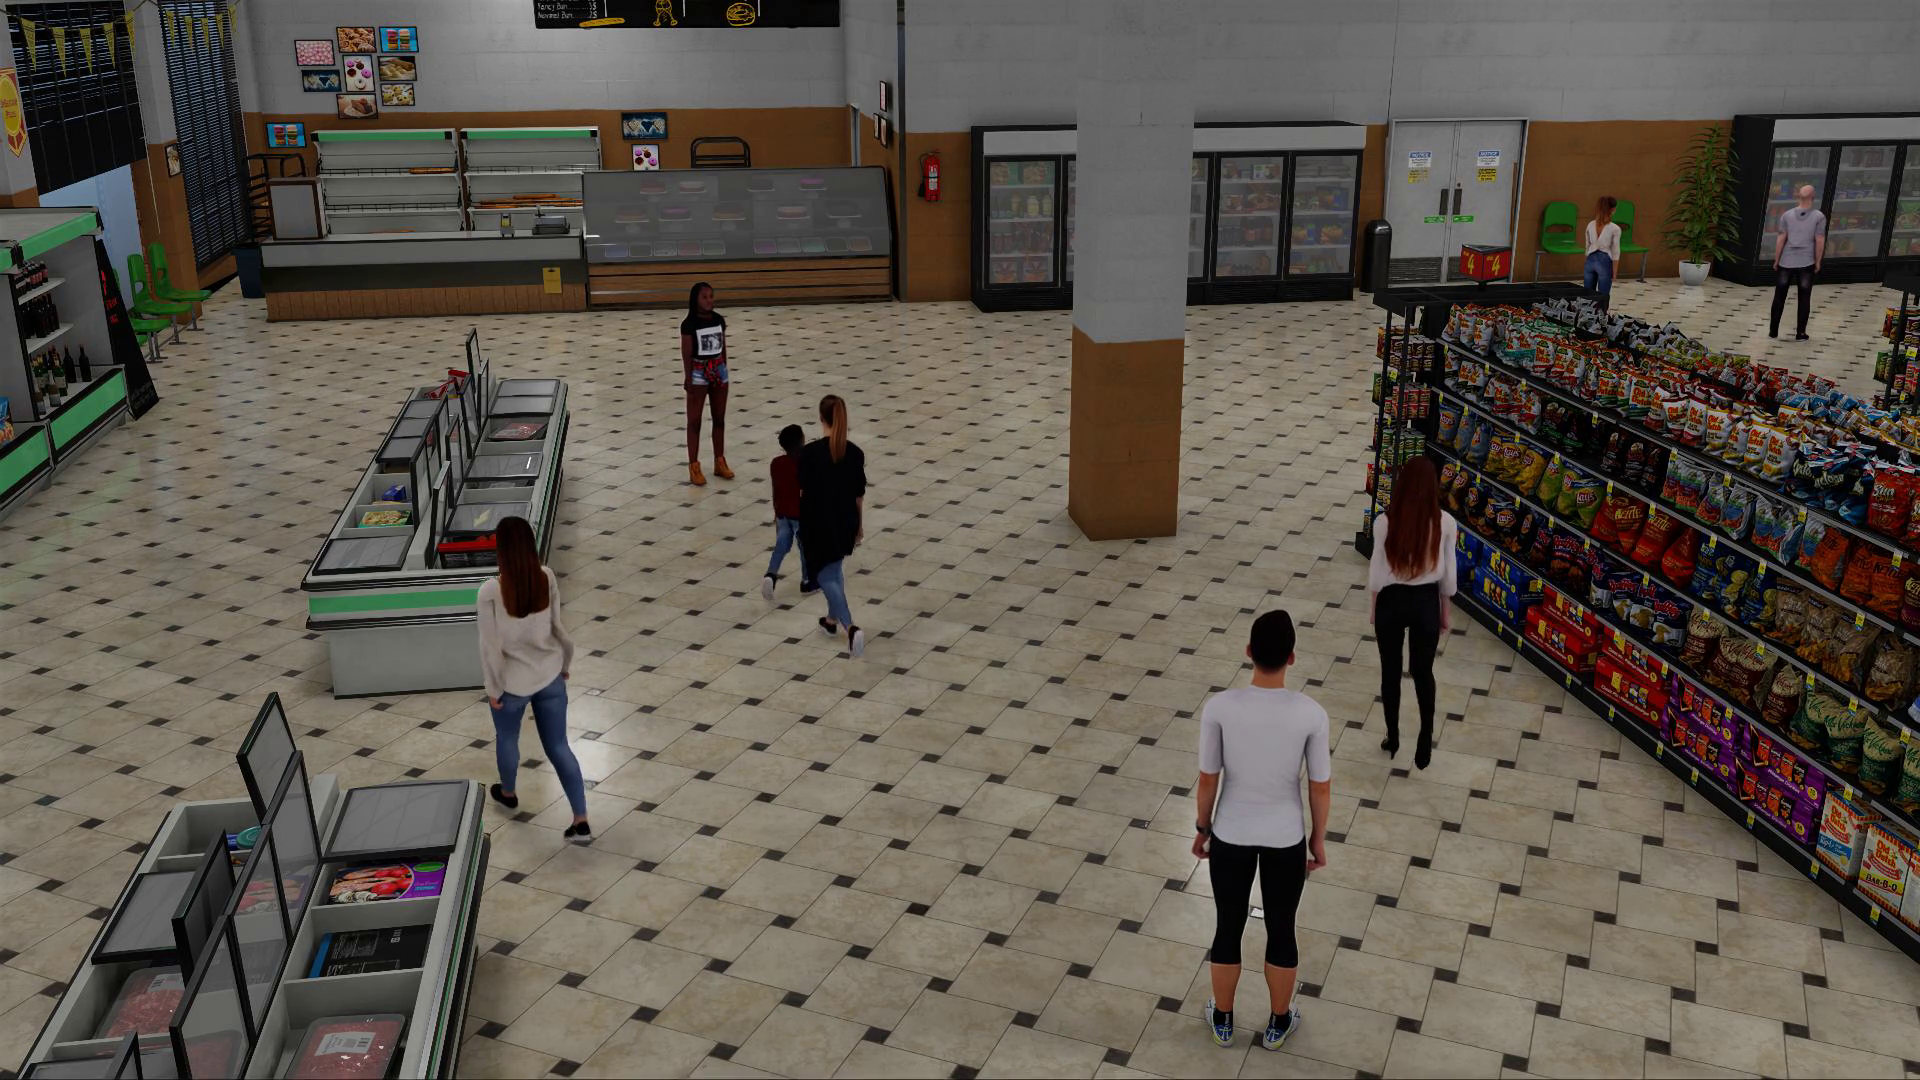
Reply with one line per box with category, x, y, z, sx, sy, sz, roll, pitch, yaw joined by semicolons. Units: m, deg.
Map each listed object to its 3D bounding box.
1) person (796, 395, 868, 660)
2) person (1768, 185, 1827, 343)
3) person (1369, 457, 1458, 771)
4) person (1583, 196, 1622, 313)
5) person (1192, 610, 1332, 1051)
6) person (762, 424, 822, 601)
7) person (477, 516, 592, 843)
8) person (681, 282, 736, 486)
person;-0.770;-0.040;10.429;0.827;1.647;1.181;-8;20;-23
person;9.964;-3.300;19.799;0.756;1.837;0.815;13;22;33
person;2.396;0.438;8.856;0.752;1.747;0.985;2;19;6
person;7.561;-3.204;19.696;0.732;1.722;0.614;-14;23;-37
person;1.180;1.154;6.568;0.747;1.851;0.688;3;19;10
person;-1.179;-0.171;11.453;0.739;1.241;0.845;9;21;25
person;-2.067;0.731;8.148;0.961;1.644;1.232;-12;22;-33
person;-2.165;-1.343;14.173;0.708;1.724;0.747;-17;25;-41
